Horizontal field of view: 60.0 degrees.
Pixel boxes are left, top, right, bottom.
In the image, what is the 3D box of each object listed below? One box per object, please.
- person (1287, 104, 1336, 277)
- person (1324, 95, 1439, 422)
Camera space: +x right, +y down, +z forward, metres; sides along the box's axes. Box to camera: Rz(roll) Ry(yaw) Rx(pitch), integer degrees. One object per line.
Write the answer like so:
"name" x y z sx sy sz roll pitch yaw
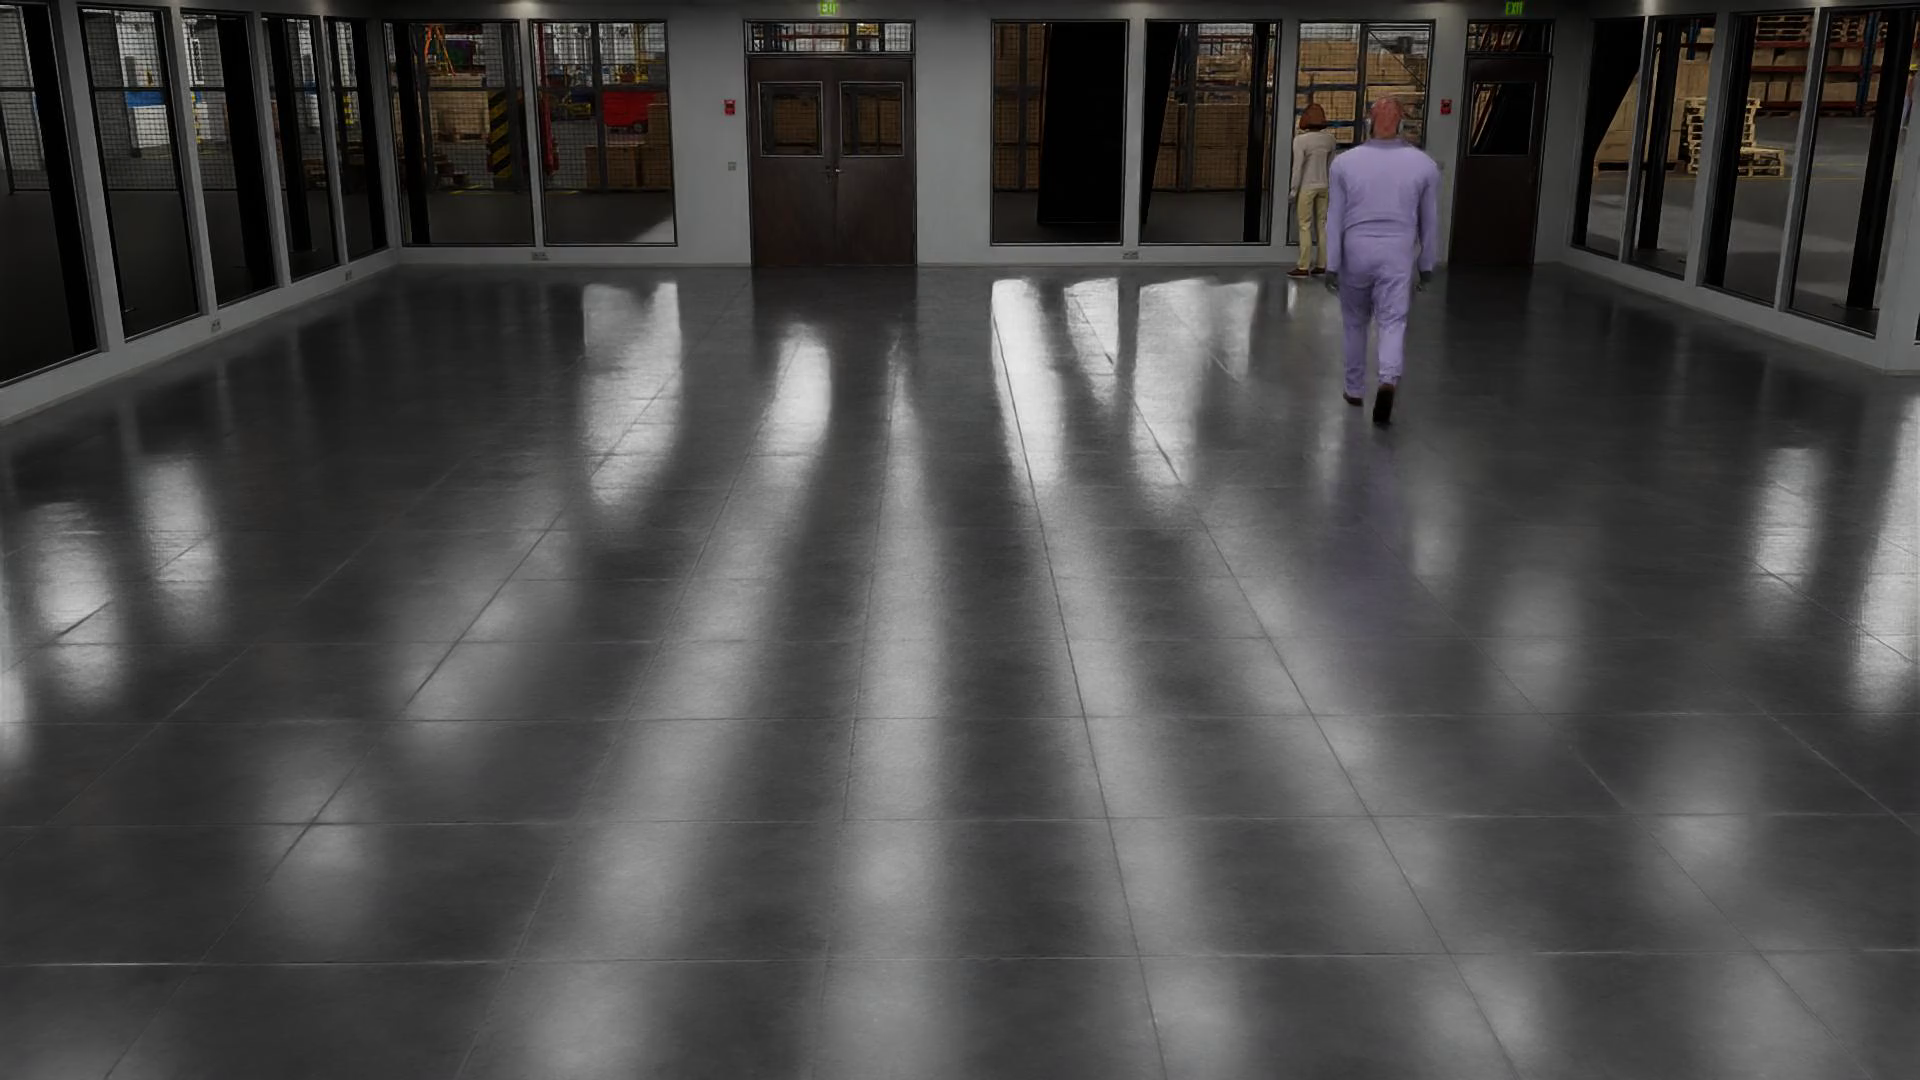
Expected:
"person" 3.364 -3.342 15.948 0.501 1.633 0.283 -9 18 -27
"person" 2.473 -1.659 9.810 0.653 1.874 0.900 3 17 10
